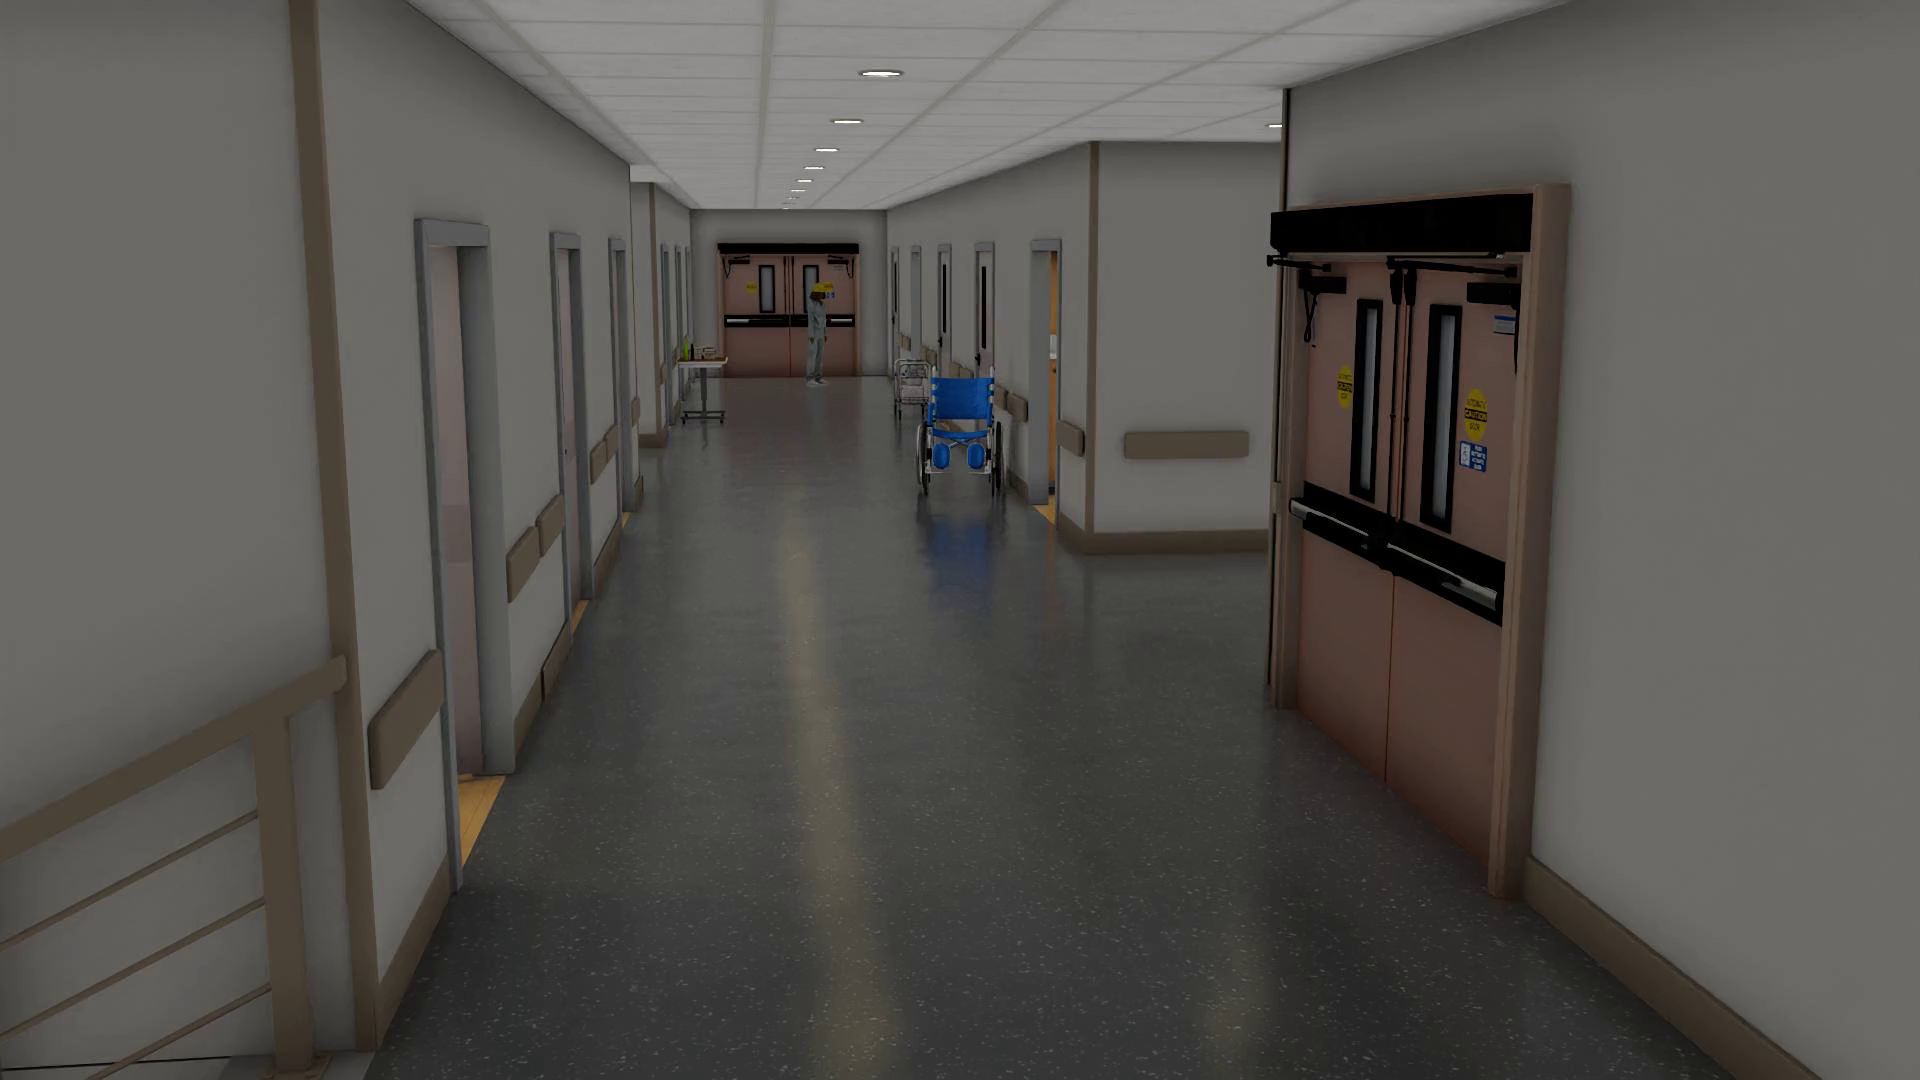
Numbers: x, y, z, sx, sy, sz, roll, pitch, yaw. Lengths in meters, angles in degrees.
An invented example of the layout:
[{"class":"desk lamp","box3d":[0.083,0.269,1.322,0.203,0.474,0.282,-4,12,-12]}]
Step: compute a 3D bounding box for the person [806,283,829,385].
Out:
[{"class":"person","box3d":[-2.418,-3.503,28.328,0.348,1.735,0.485,5,11,27]}]
